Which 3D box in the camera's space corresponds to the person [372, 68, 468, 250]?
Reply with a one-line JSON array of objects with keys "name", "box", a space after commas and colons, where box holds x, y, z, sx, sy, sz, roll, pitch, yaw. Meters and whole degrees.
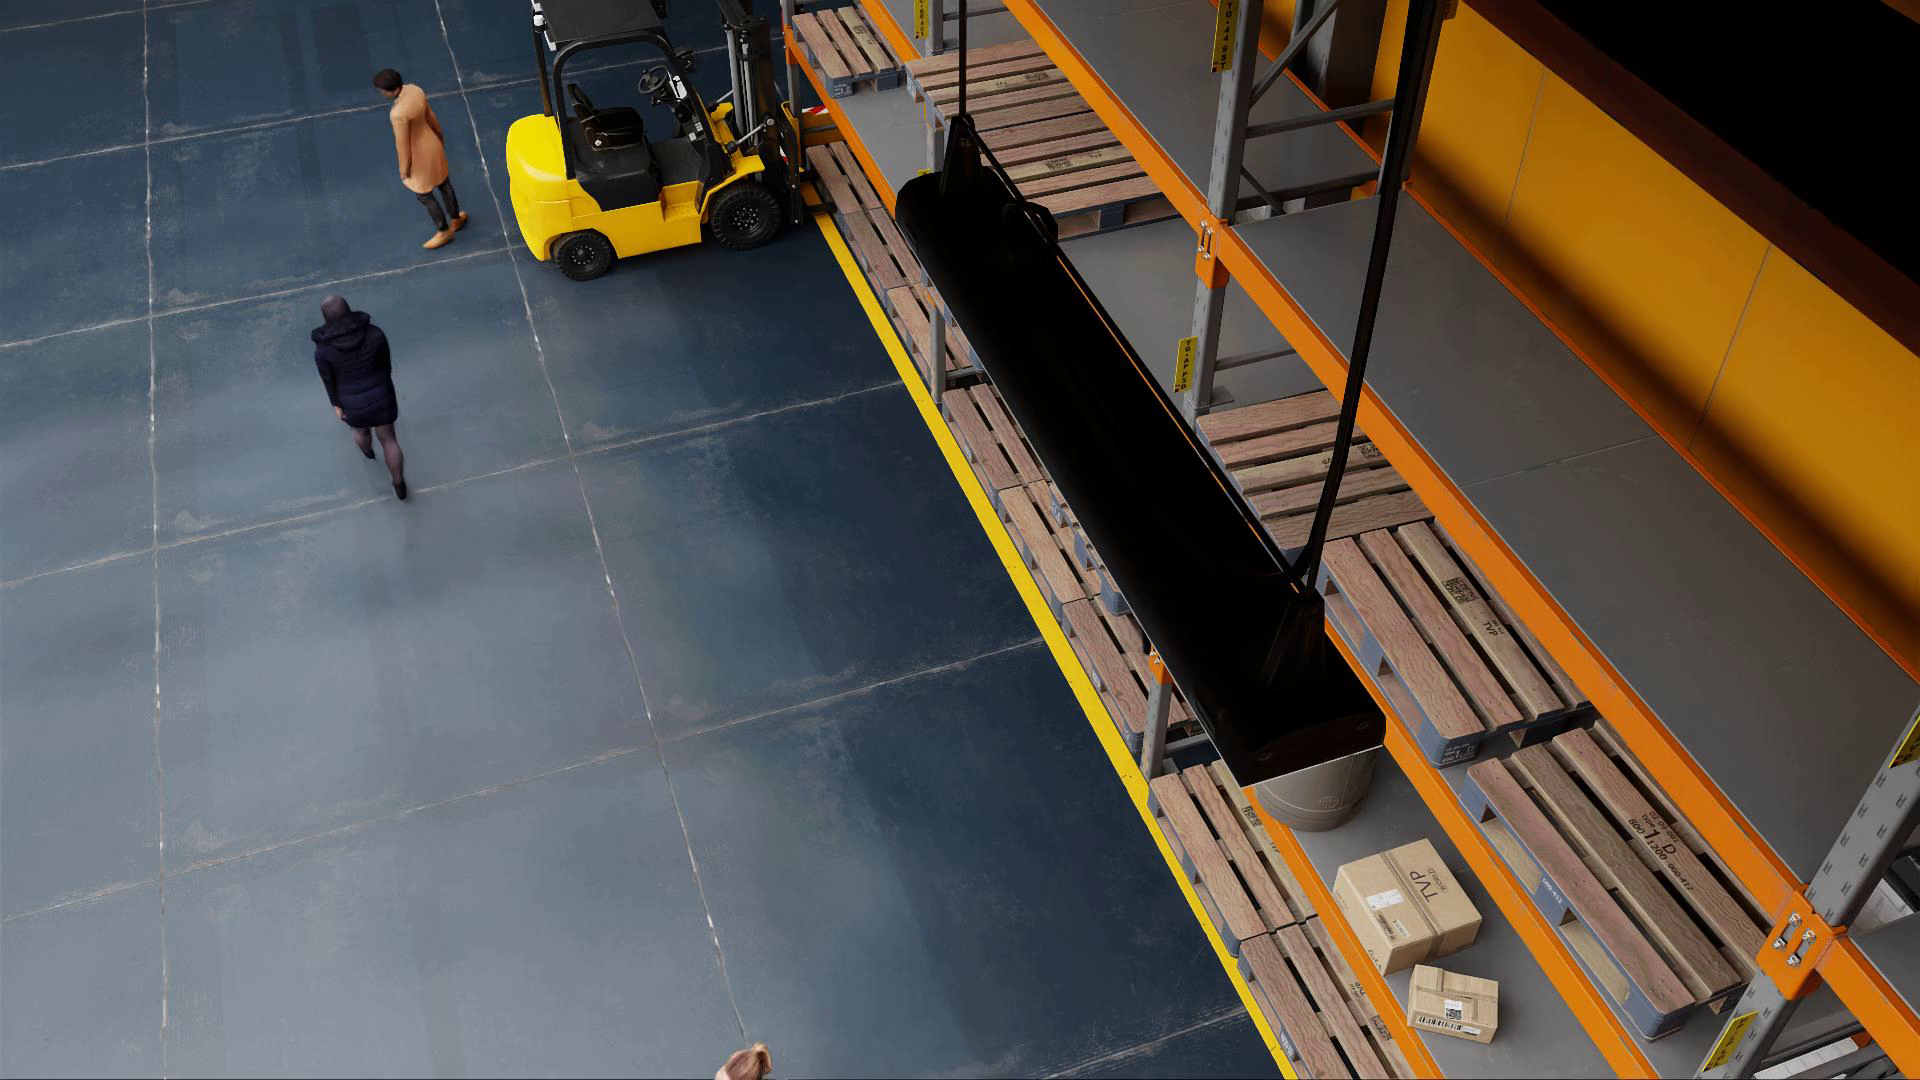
[{"name": "person", "box": [-4.576, -3.363, 14.323, 0.939, 1.689, 0.805, 19, 47, 19]}]

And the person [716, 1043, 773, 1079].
[{"name": "person", "box": [-0.887, 2.797, 7.853, 0.688, 1.694, 0.749, 24, 49, 23]}]

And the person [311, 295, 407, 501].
[{"name": "person", "box": [-4.220, -0.982, 11.863, 0.732, 1.634, 1.033, -18, 47, -18]}]
